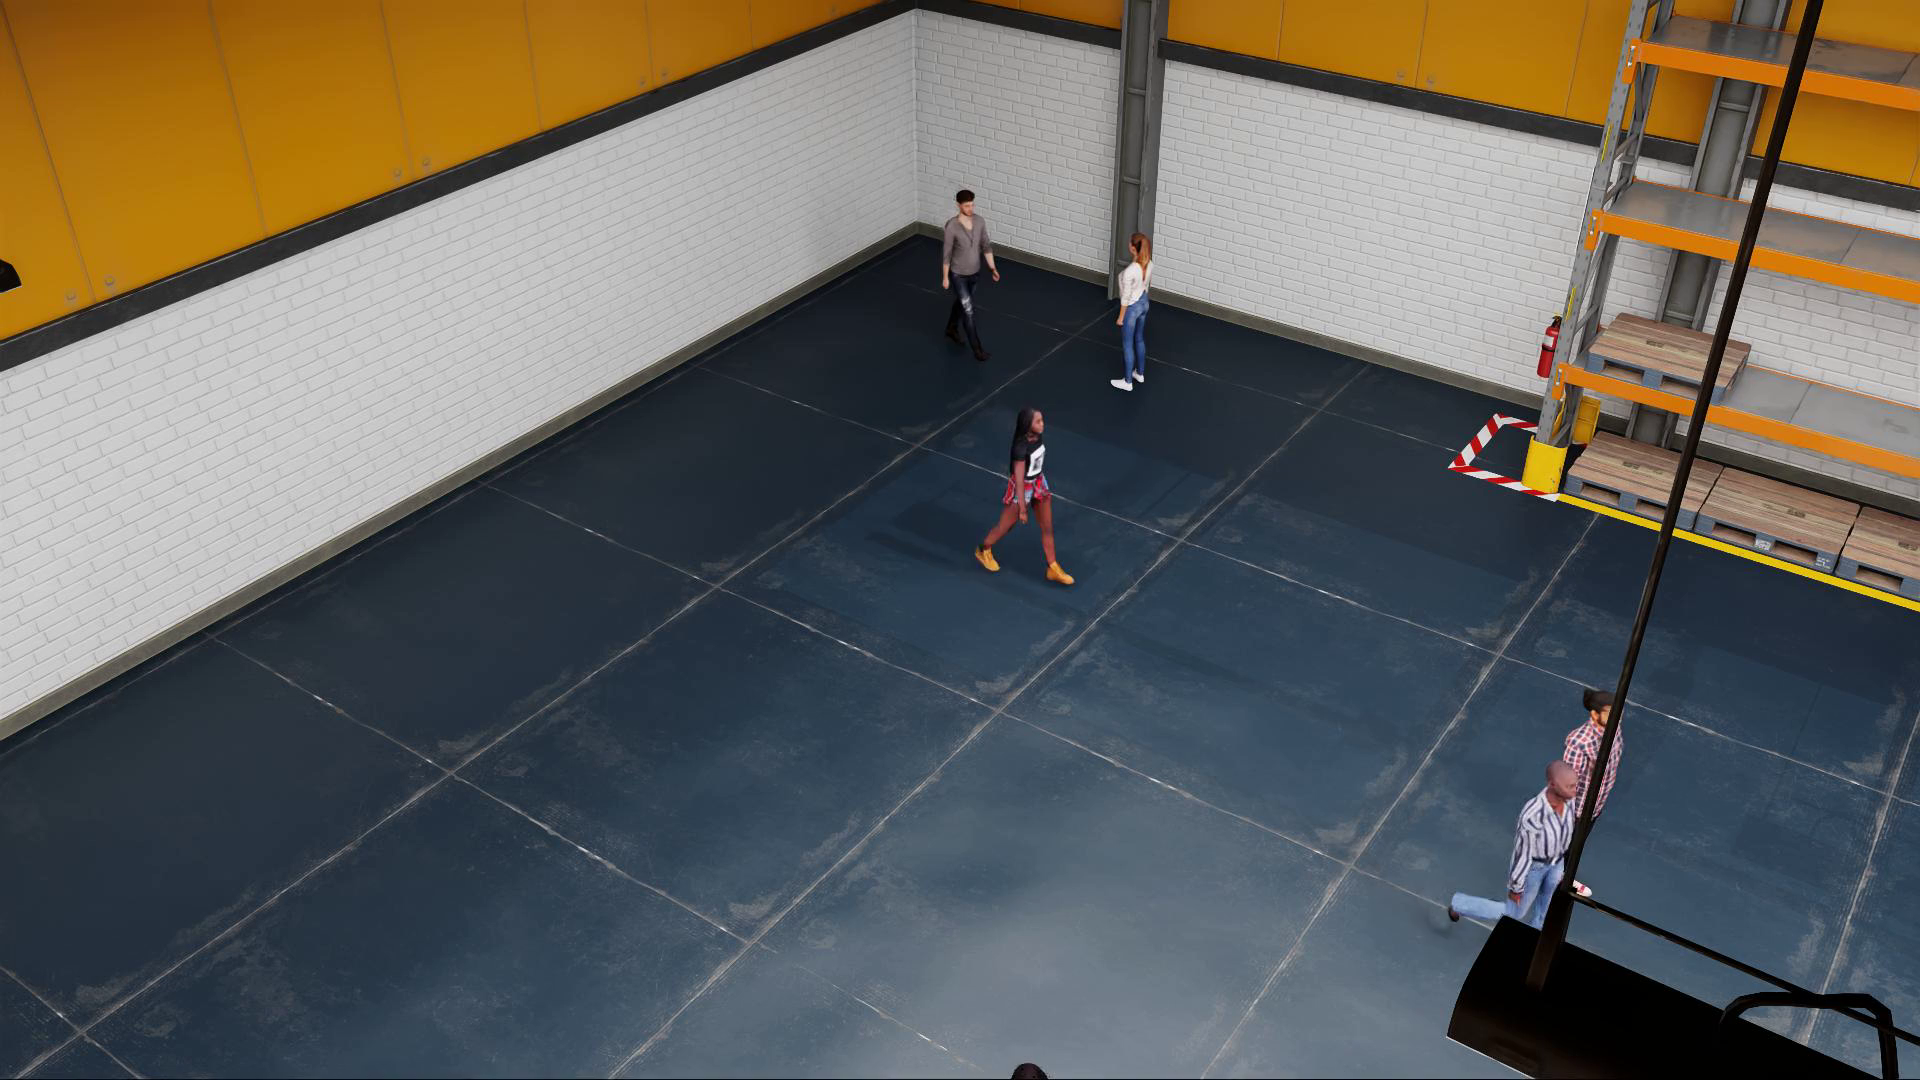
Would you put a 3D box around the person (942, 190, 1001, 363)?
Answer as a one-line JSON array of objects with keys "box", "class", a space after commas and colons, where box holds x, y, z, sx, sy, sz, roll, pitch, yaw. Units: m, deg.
[{"box": [0.006, -2.908, 17.971, 0.943, 1.861, 1.260, -24, 40, -31], "class": "person"}]

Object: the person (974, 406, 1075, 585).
[{"box": [0.475, -0.384, 14.334, 1.197, 1.684, 0.711, 16, 37, 23], "class": "person"}]

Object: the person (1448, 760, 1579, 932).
[{"box": [3.568, 2.058, 10.579, 0.830, 1.775, 1.083, -24, 40, -32], "class": "person"}]

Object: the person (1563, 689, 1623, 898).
[{"box": [4.145, 1.721, 11.098, 0.734, 1.761, 0.673, -28, 43, -35], "class": "person"}]

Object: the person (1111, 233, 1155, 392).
[{"box": [1.819, -2.388, 17.316, 0.550, 1.720, 0.620, 25, 41, 32], "class": "person"}]
